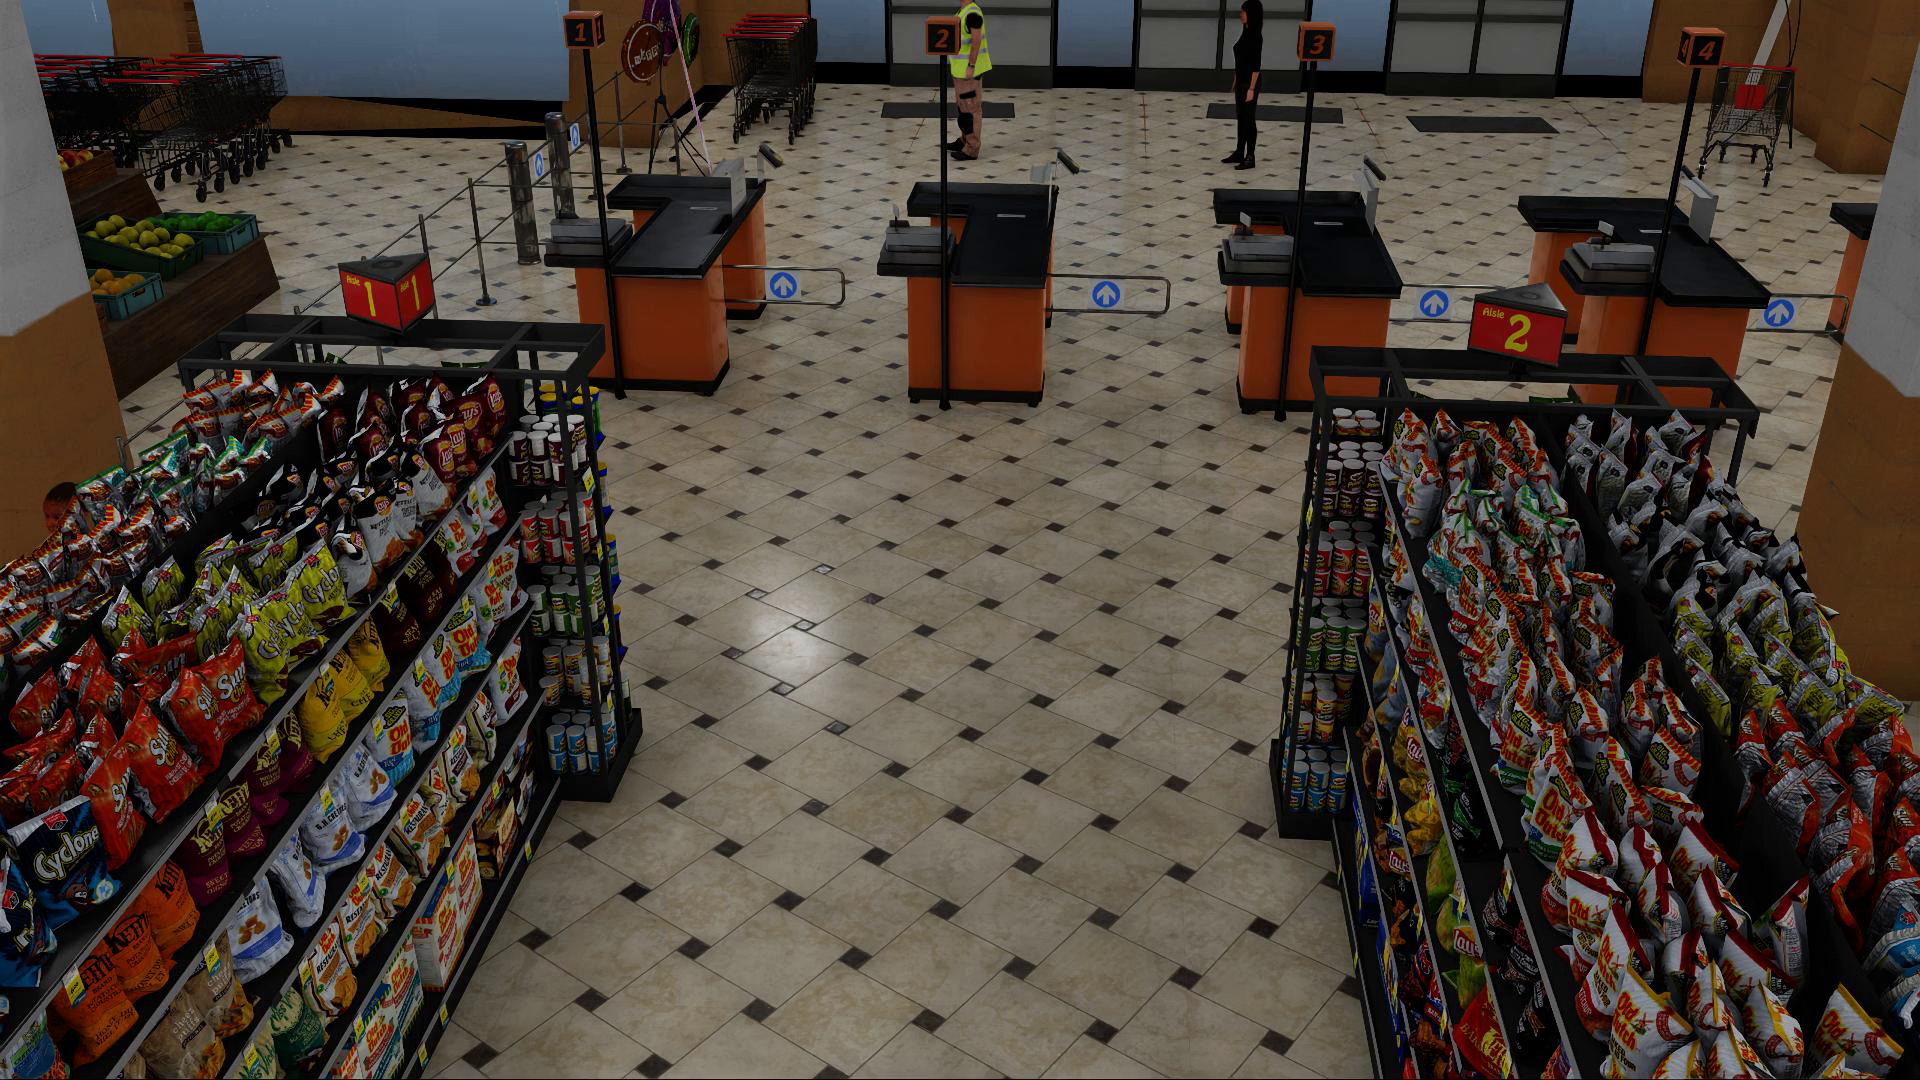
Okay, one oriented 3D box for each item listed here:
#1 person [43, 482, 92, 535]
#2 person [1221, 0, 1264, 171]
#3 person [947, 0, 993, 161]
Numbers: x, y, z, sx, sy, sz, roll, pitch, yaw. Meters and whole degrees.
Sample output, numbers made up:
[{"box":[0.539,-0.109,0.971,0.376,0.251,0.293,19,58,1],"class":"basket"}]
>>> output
[{"box":[-3.772,0.325,7.422,0.734,1.277,0.943,16,31,29],"class":"person"},{"box":[2.890,-4.573,16.677,0.691,1.642,0.555,-8,28,-15],"class":"person"},{"box":[0.065,-4.840,16.976,0.832,1.847,0.740,-4,27,-9],"class":"person"}]
